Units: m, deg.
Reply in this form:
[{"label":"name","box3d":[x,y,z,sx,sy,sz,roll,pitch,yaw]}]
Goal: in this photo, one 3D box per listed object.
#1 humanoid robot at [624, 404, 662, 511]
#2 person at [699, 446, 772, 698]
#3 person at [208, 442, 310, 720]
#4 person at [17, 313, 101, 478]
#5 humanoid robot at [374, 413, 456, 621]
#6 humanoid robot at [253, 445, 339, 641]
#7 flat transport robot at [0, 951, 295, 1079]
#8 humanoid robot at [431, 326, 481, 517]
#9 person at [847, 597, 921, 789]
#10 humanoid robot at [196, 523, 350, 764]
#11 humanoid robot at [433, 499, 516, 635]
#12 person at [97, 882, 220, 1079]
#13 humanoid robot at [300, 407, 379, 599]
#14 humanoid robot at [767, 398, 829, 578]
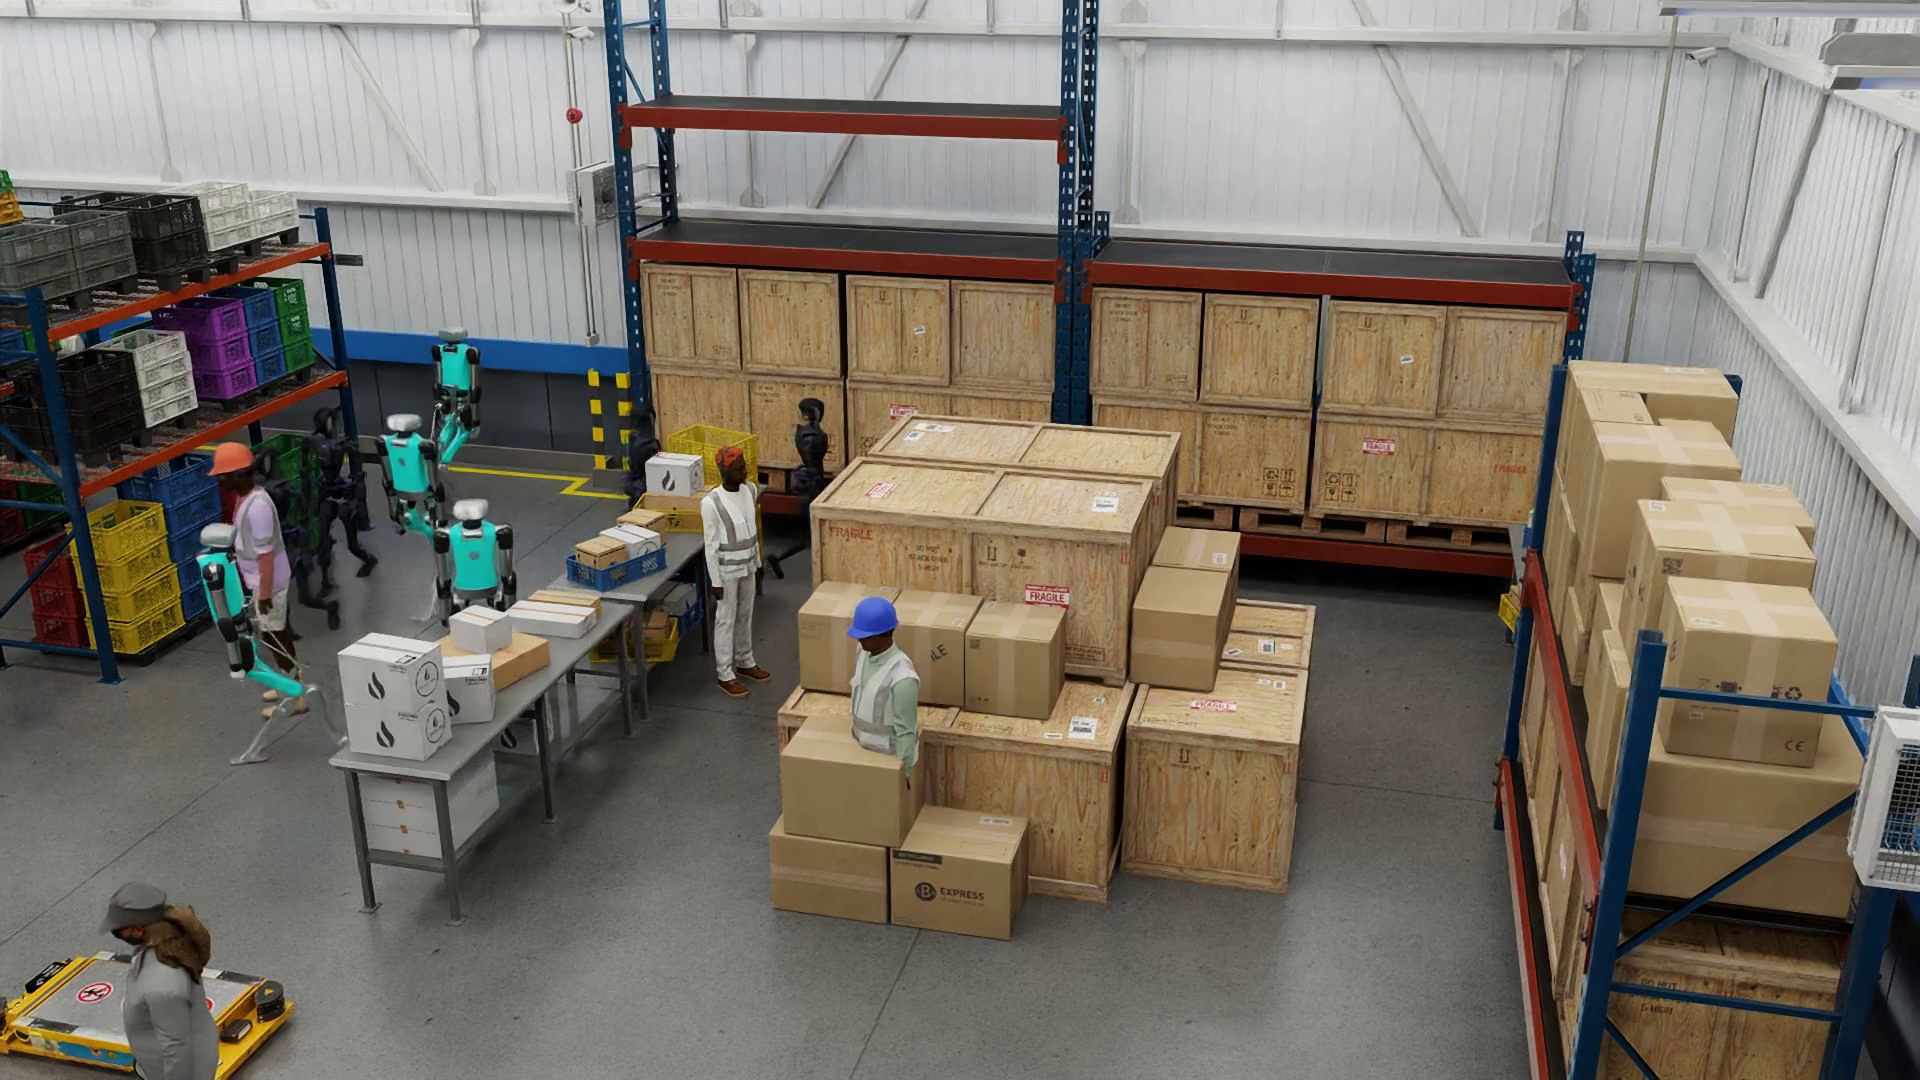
[{"label":"humanoid robot","box3d":[-2.694,-0.343,14.040,0.738,1.653,0.608,-15,25,-34]},{"label":"person","box3d":[-1.642,0.220,12.207,0.355,1.884,0.574,11,24,27]},{"label":"person","box3d":[-4.990,0.278,11.862,0.438,2.027,0.609,-13,24,-30]},{"label":"person","box3d":[-9.054,-1.450,16.688,0.656,1.802,0.429,-10,23,-23]},{"label":"humanoid robot","box3d":[-4.348,-0.260,13.762,0.530,1.788,0.876,5,22,14]},{"label":"humanoid robot","box3d":[-5.268,0.008,13.060,0.591,1.636,0.561,7,22,18]},{"label":"flat transport robot","box3d":[-4.270,2.464,8.601,1.431,0.231,0.659,5,22,13]},{"label":"humanoid robot","box3d":[-4.912,-1.084,15.837,0.589,1.776,0.873,9,23,22]},{"label":"person","box3d":[-0.444,1.212,9.541,0.412,1.939,0.602,-11,23,-26]},{"label":"humanoid robot","box3d":[-4.534,0.707,11.179,0.934,1.787,0.545,-7,22,-17]},{"label":"humanoid robot","box3d":[-3.397,0.508,11.799,0.561,1.870,0.846,-6,22,-14]},{"label":"person","box3d":[-3.340,2.227,7.124,0.408,1.761,0.570,-9,23,-22]},{"label":"humanoid robot","box3d":[-5.260,-0.349,14.070,0.584,1.650,0.674,2,21,4]},{"label":"humanoid robot","box3d":[-1.328,-0.445,14.276,0.675,1.633,0.600,1,21,2]}]
